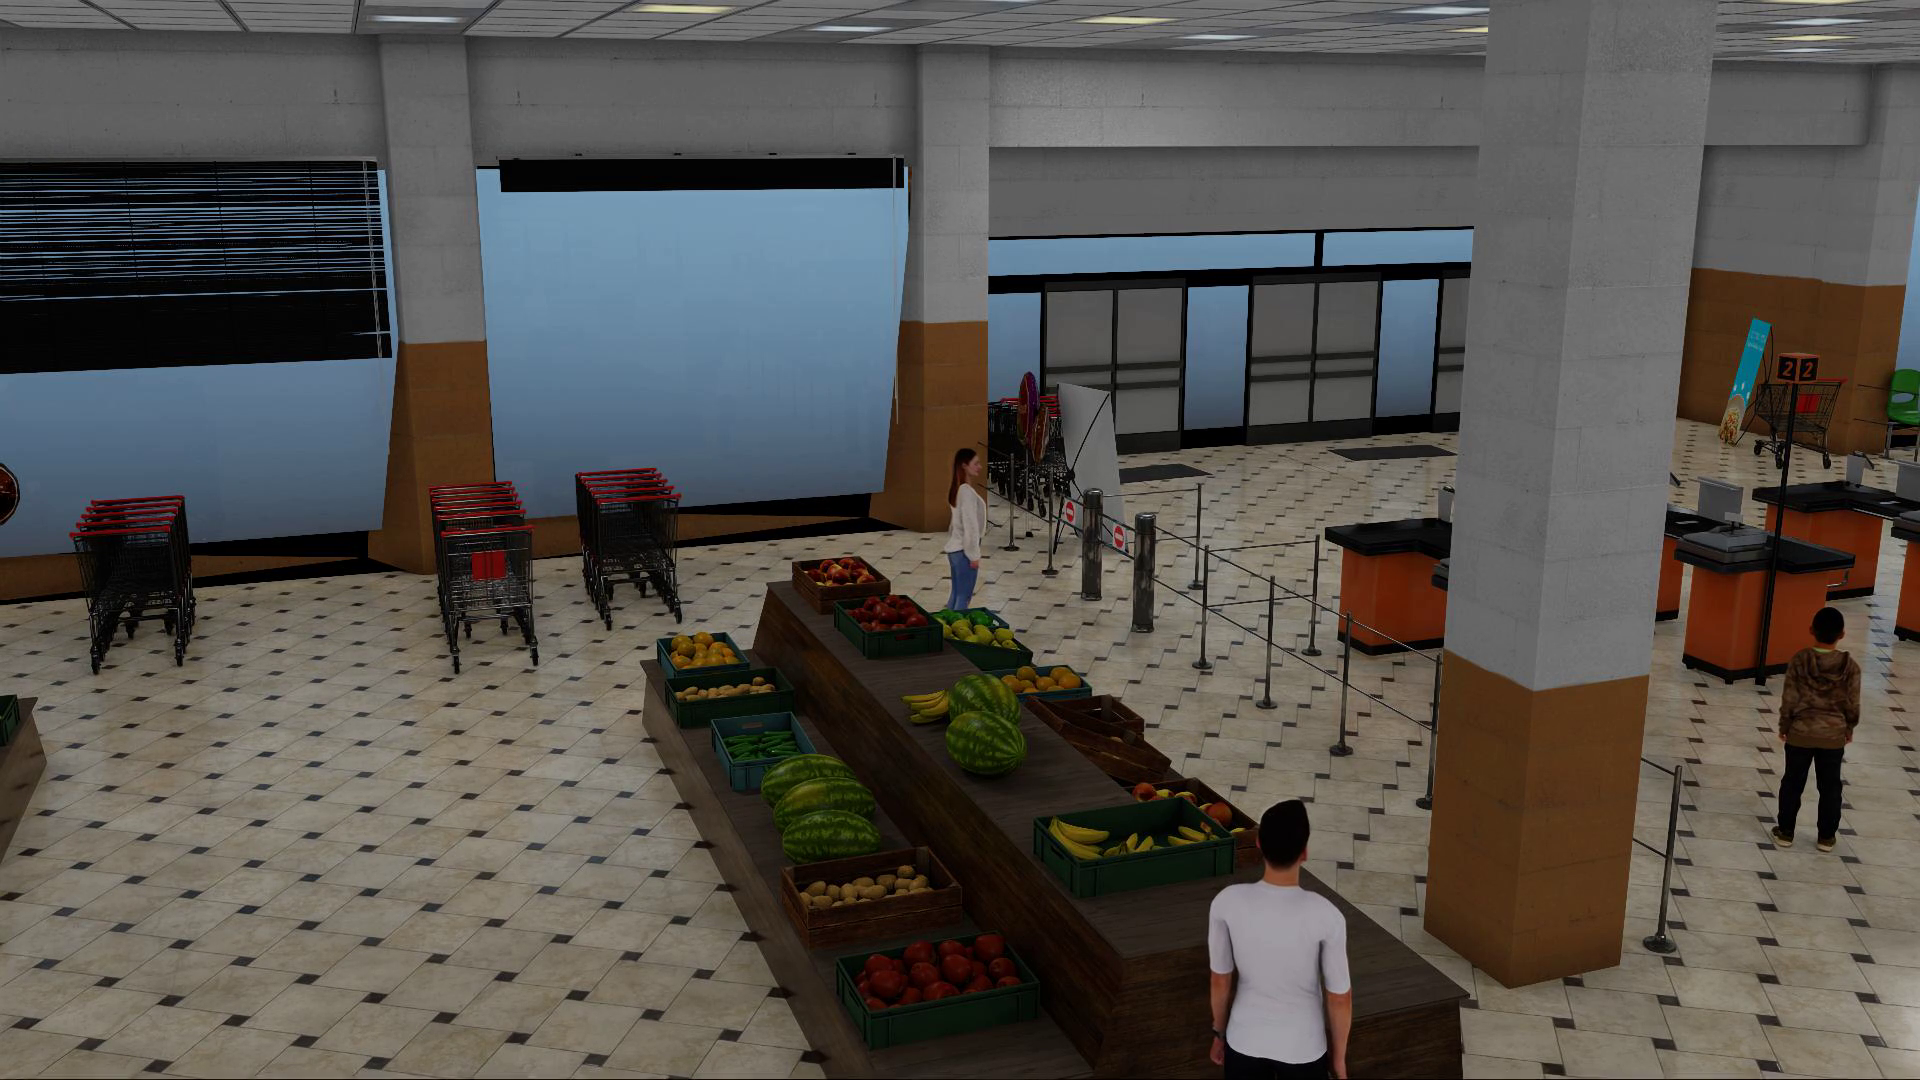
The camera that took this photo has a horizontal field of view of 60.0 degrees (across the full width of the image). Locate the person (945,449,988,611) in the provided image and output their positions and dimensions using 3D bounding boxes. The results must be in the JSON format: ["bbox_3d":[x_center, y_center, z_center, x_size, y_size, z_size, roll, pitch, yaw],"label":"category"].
[{"bbox_3d":[0.035,0.097,13.406,0.706,1.692,0.526,-3,14,-12],"label":"person"}]

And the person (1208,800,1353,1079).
[{"bbox_3d":[1.140,1.813,5.992,0.746,1.852,0.795,6,15,22],"label":"person"}]

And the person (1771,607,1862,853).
[{"bbox_3d":[5.025,1.105,9.752,0.684,1.455,0.736,5,15,20],"label":"person"}]
